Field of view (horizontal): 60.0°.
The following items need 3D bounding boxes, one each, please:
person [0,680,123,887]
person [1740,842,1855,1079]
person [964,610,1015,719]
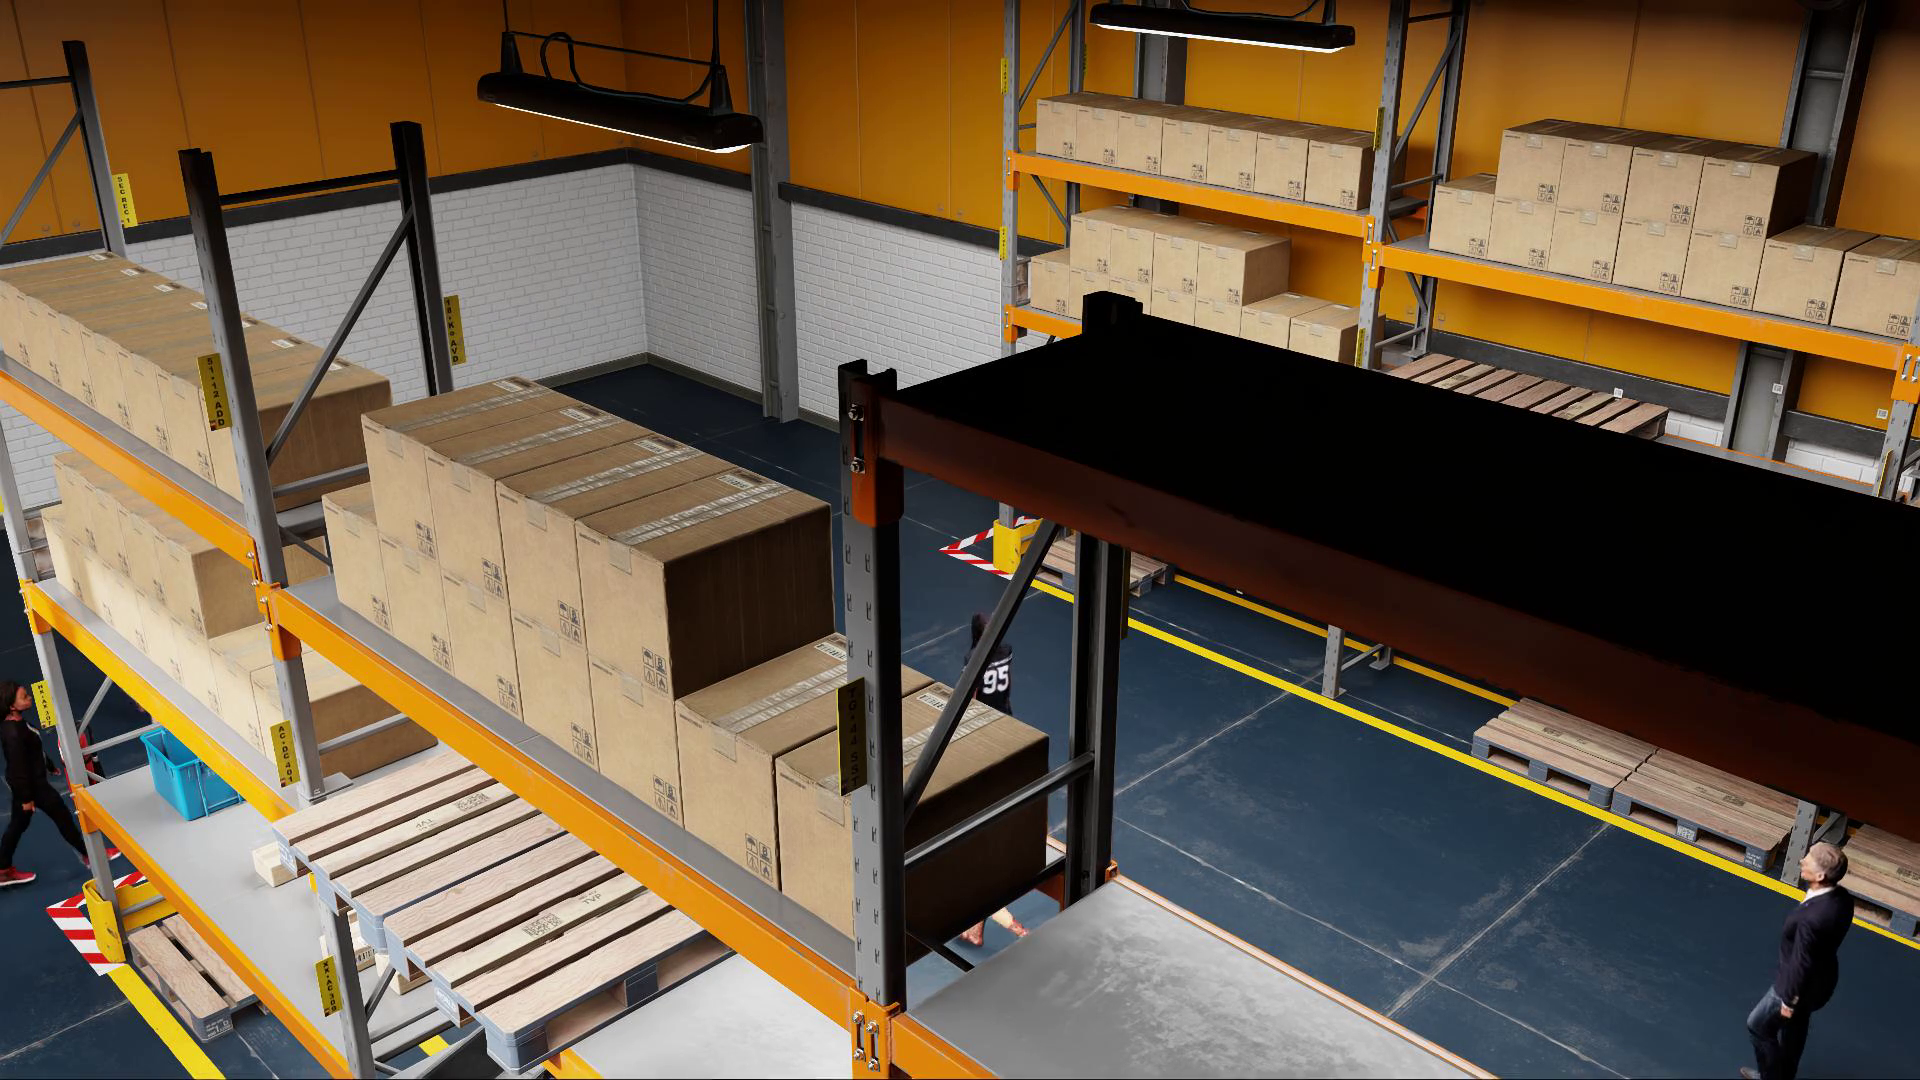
[{"bbox_3d":[-6.768,1.779,11.940,0.755,1.636,1.049,-16,28,-32],"label":"person"},{"bbox_3d":[5.048,2.603,9.839,0.712,1.808,0.633,-20,31,-38],"label":"person"},{"bbox_3d":[0.158,1.321,12.890,0.691,1.713,0.805,-15,28,-30],"label":"person"}]
